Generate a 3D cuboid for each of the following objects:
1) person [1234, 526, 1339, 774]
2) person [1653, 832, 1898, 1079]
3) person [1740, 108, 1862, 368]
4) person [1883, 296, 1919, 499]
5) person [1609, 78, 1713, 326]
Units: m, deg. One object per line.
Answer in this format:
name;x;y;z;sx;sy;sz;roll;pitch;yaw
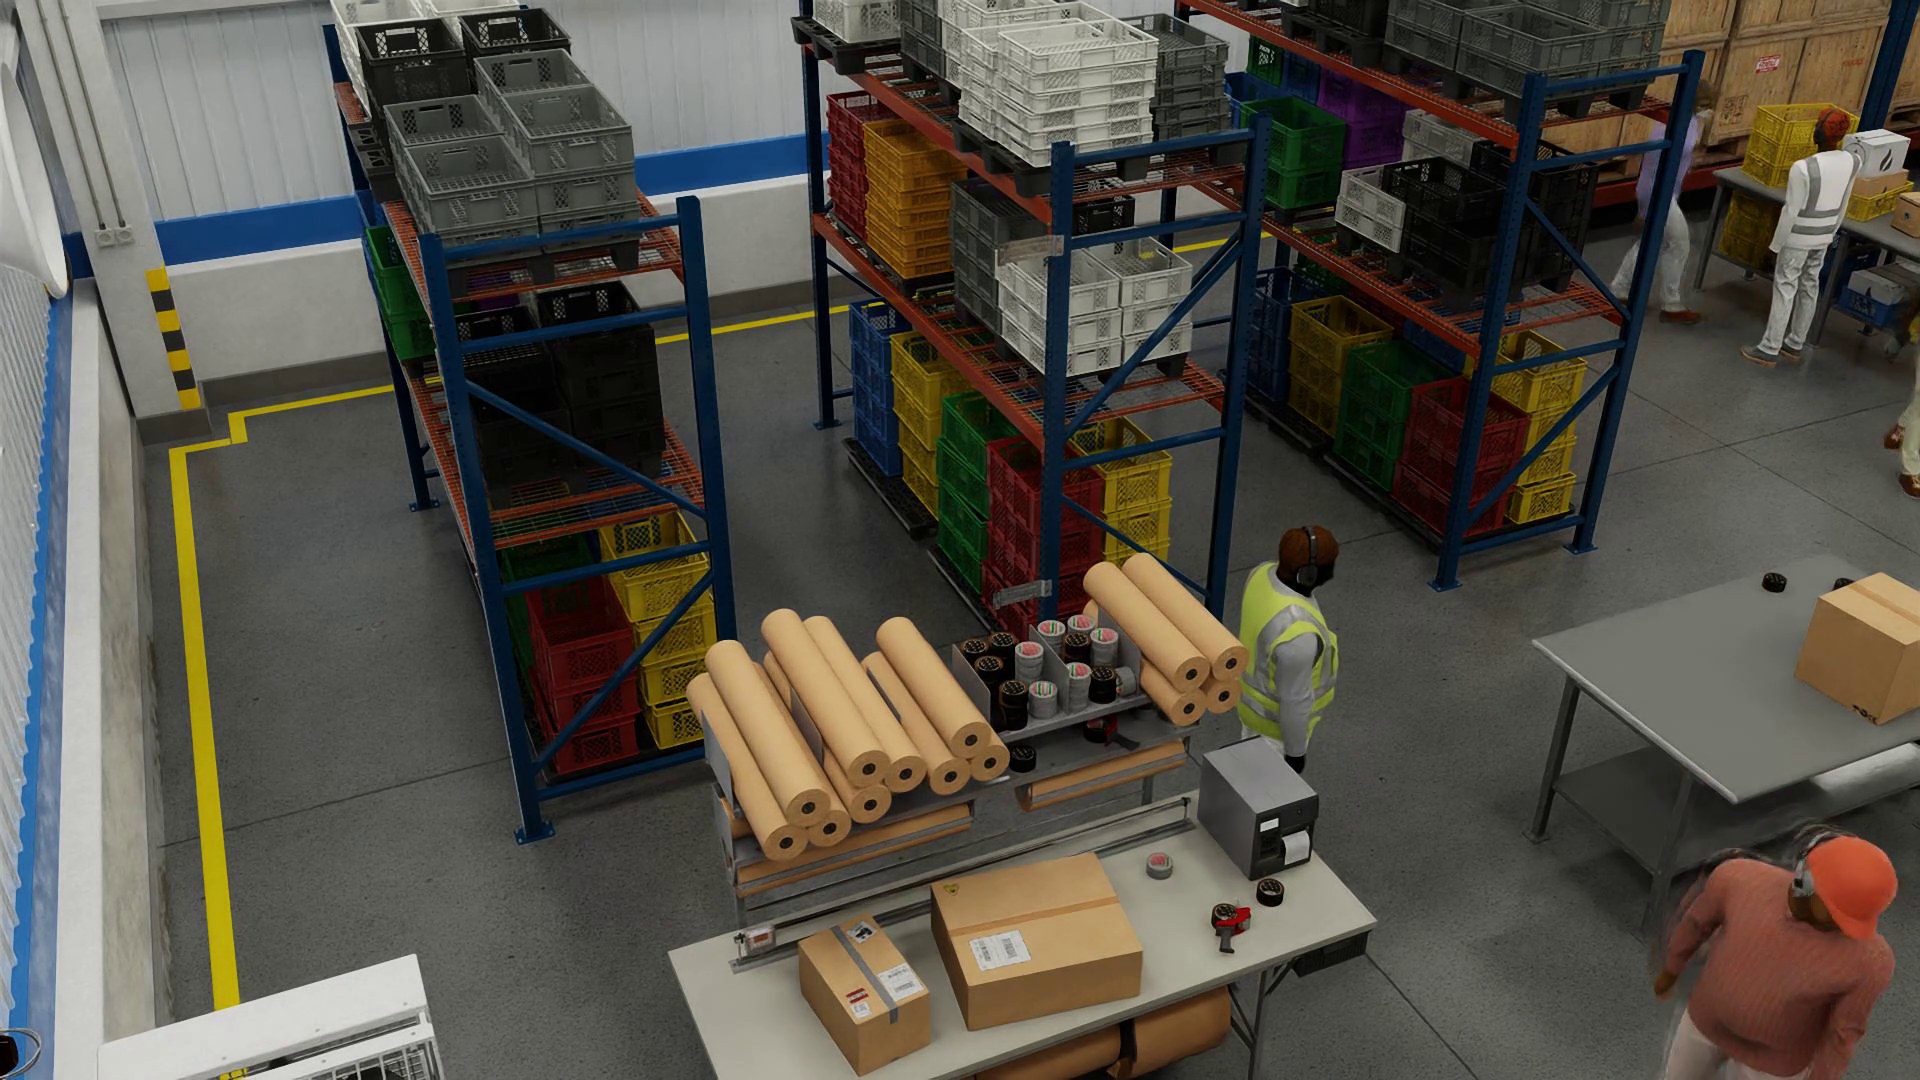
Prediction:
person;1.403;0.739;7.268;0.429;1.836;0.631;-2;32;-4
person;2.626;1.649;5.693;0.407;1.950;0.787;-23;38;-32
person;6.035;-2.148;11.907;0.575;1.882;0.359;-11;33;-17
person;6.231;-1.251;10.531;0.599;1.812;0.959;7;32;12
person;5.411;-2.572;12.593;0.645;1.901;0.653;18;36;27
